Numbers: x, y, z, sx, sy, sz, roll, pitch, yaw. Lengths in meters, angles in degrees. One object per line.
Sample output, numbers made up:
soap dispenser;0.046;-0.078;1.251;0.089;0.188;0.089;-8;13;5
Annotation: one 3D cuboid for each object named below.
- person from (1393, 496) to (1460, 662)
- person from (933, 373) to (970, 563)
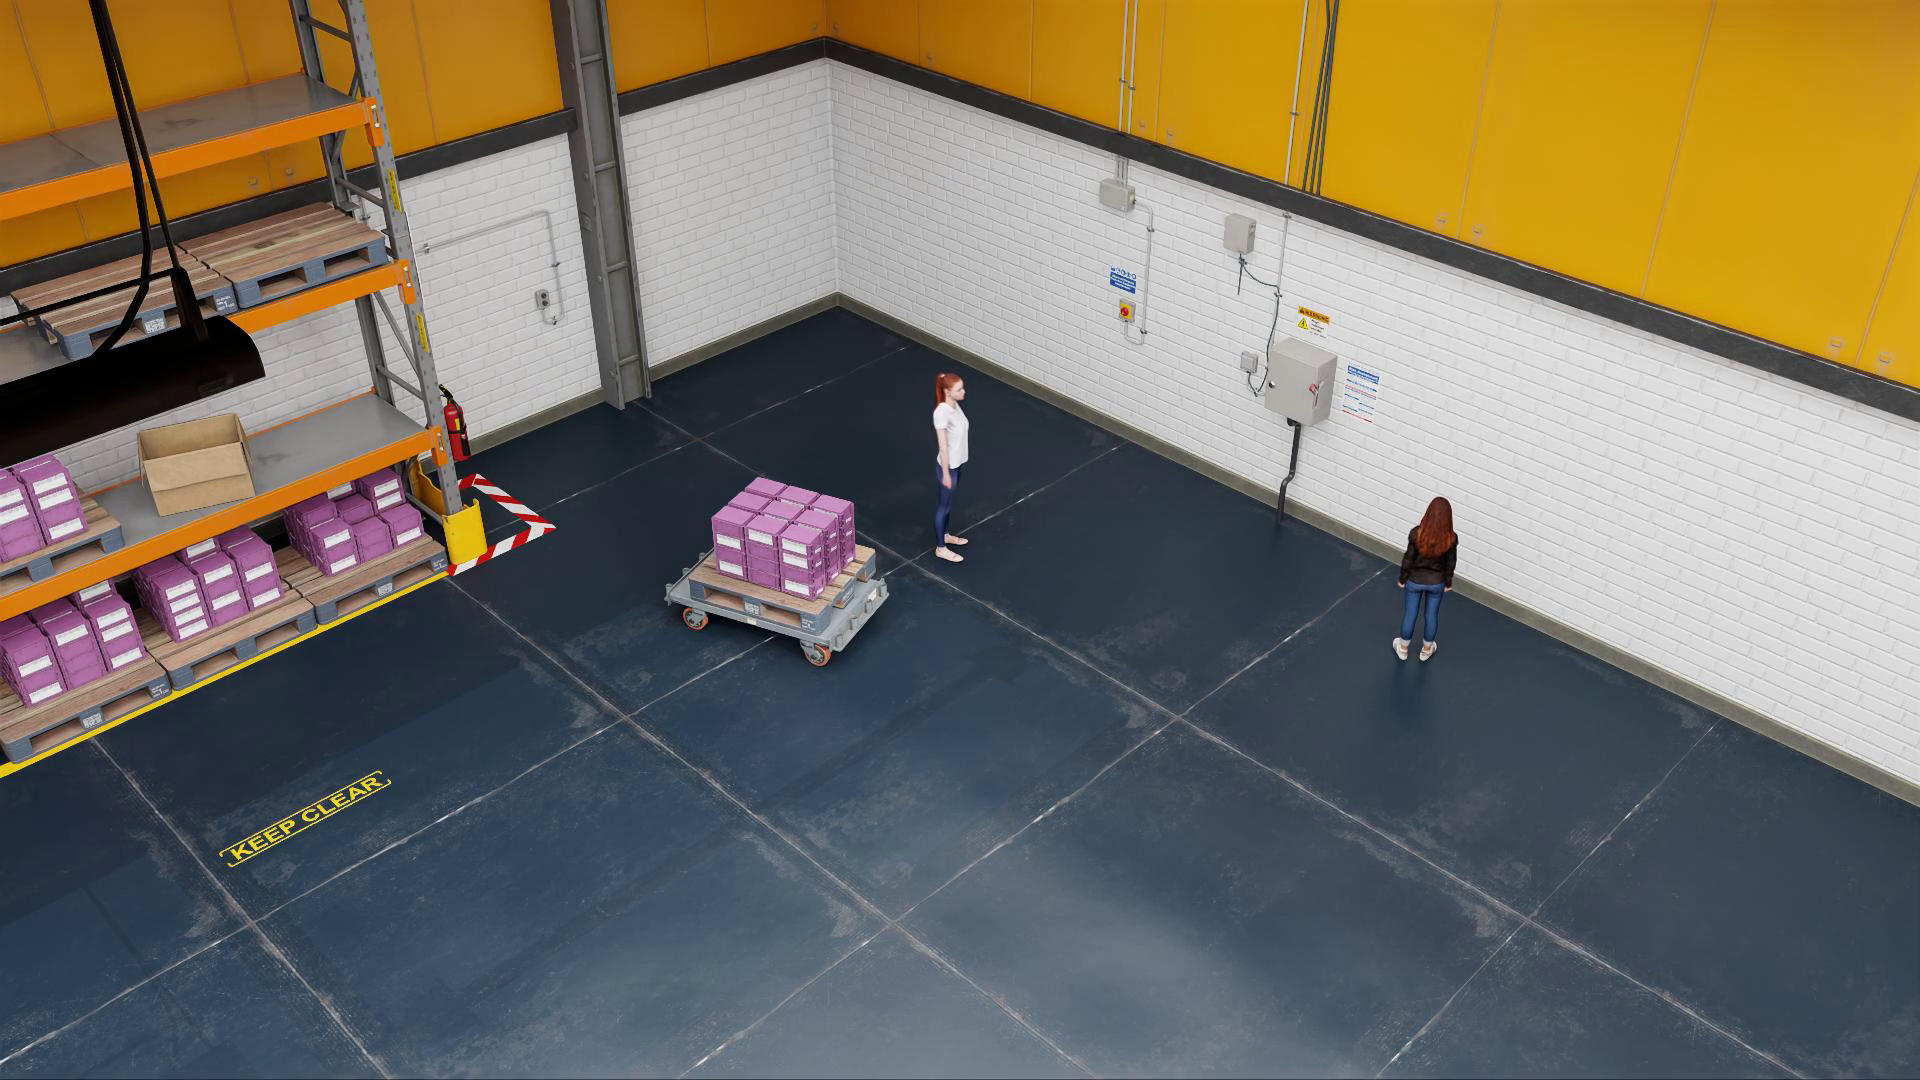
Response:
person;3.653;0.301;13.031;0.644;1.483;0.678;4;34;7
person;-0.105;-0.646;14.225;0.713;1.739;0.620;7;34;11
